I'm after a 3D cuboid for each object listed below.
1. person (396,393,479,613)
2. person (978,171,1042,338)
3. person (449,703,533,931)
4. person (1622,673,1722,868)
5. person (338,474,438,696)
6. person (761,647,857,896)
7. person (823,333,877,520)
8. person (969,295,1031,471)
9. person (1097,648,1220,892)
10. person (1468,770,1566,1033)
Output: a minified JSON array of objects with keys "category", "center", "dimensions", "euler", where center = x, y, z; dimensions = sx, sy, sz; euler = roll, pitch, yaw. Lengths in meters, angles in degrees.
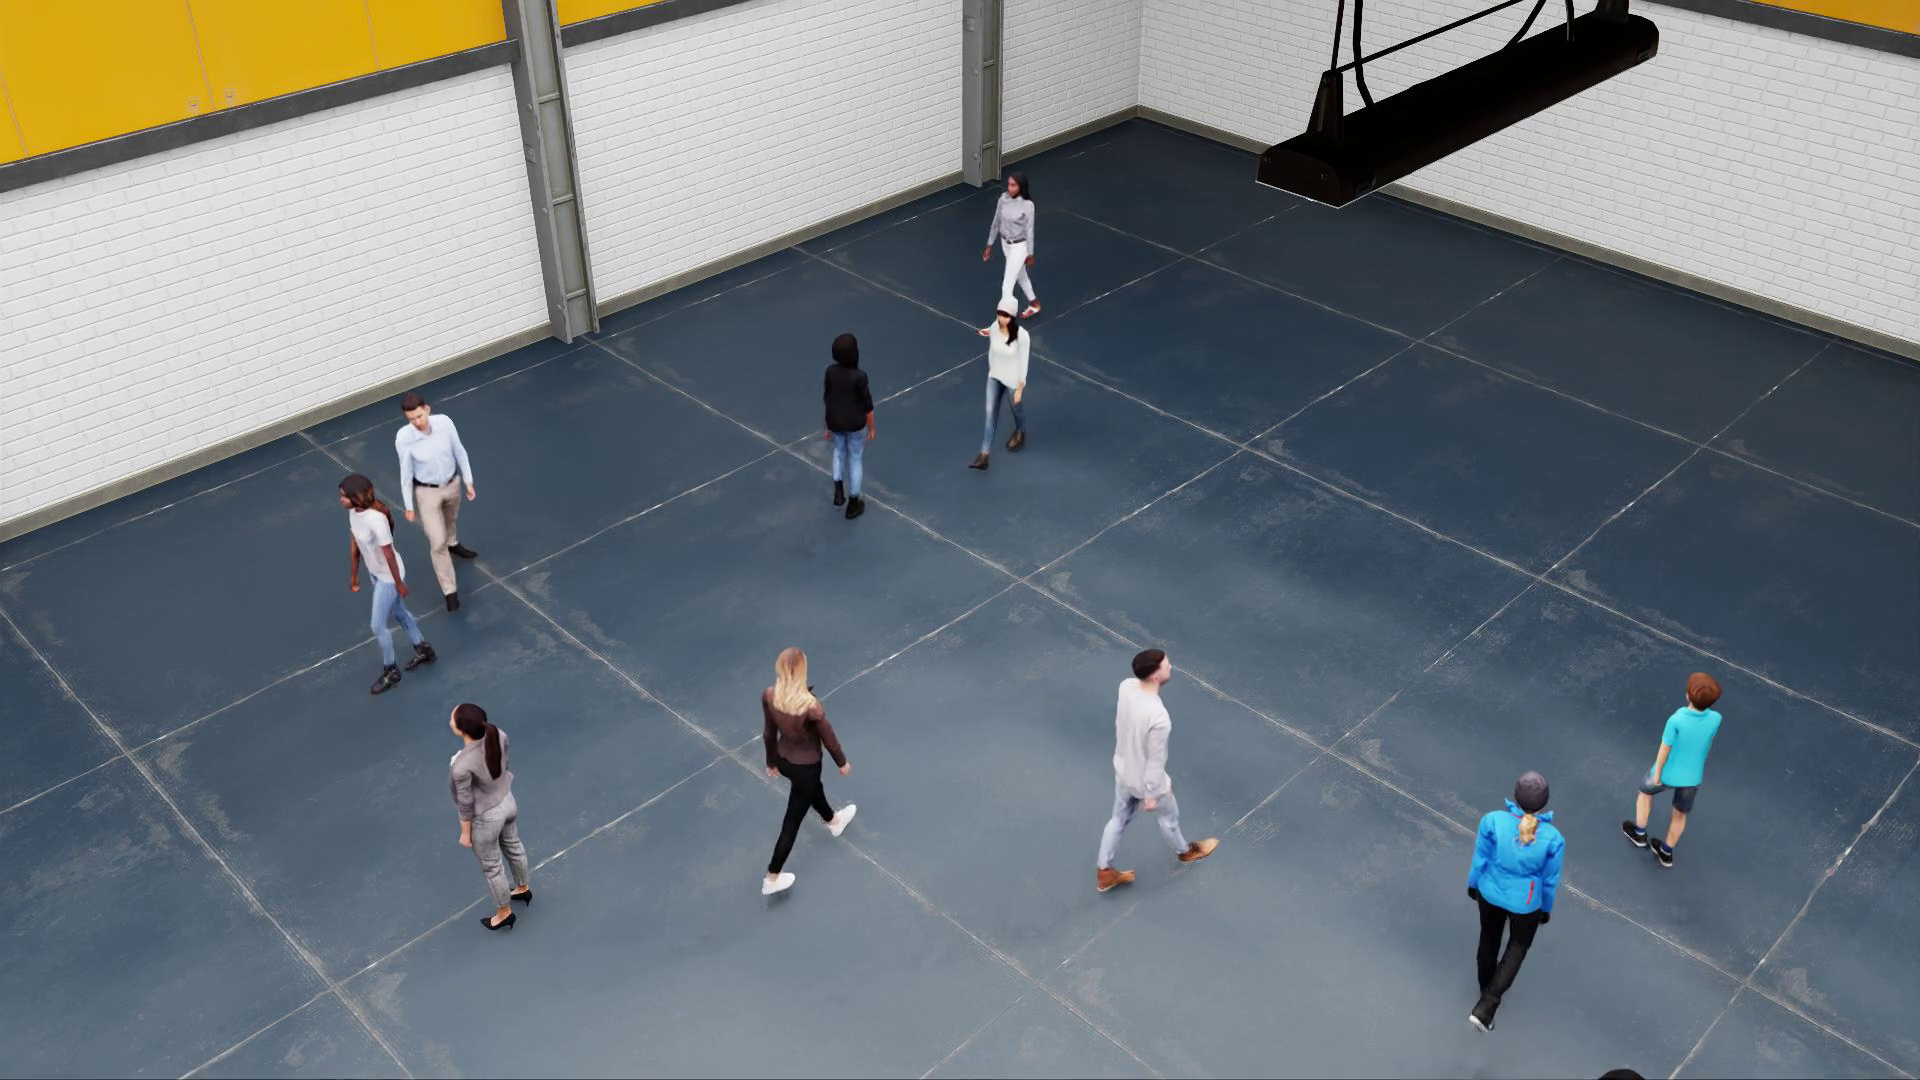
[{"category":"person","center":[-4.076,-0.418,12.976],"dimensions":[0.828,1.790,1.031],"euler":[27,42,35]},{"category":"person","center":[0.613,-2.933,16.868],"dimensions":[1.209,1.669,0.668],"euler":[-25,41,-33]},{"category":"person","center":[-2.812,1.651,9.964],"dimensions":[0.767,1.678,0.657],"euler":[12,36,18]},{"category":"person","center":[4.551,1.476,10.446],"dimensions":[0.684,1.436,0.744],"euler":[0,34,1]},{"category":"person","center":[-4.099,0.235,12.074],"dimensions":[0.806,1.701,0.624],"euler":[-25,41,-33]},{"category":"person","center":[-1.044,1.471,10.263],"dimensions":[0.690,1.646,1.166],"euler":[24,41,32]},{"category":"person","center":[-0.956,-0.896,13.784],"dimensions":[0.674,1.690,0.715],"euler":[10,35,14]},{"category":"person","center":[0.467,-1.429,14.670],"dimensions":[0.783,1.598,1.174],"euler":[19,38,26]},{"category":"person","center":[1.041,1.441,10.163],"dimensions":[1.170,1.807,0.929],"euler":[-15,36,-21]},{"category":"person","center":[3.046,2.050,9.264],"dimensions":[0.766,1.788,0.969],"euler":[18,38,25]}]
